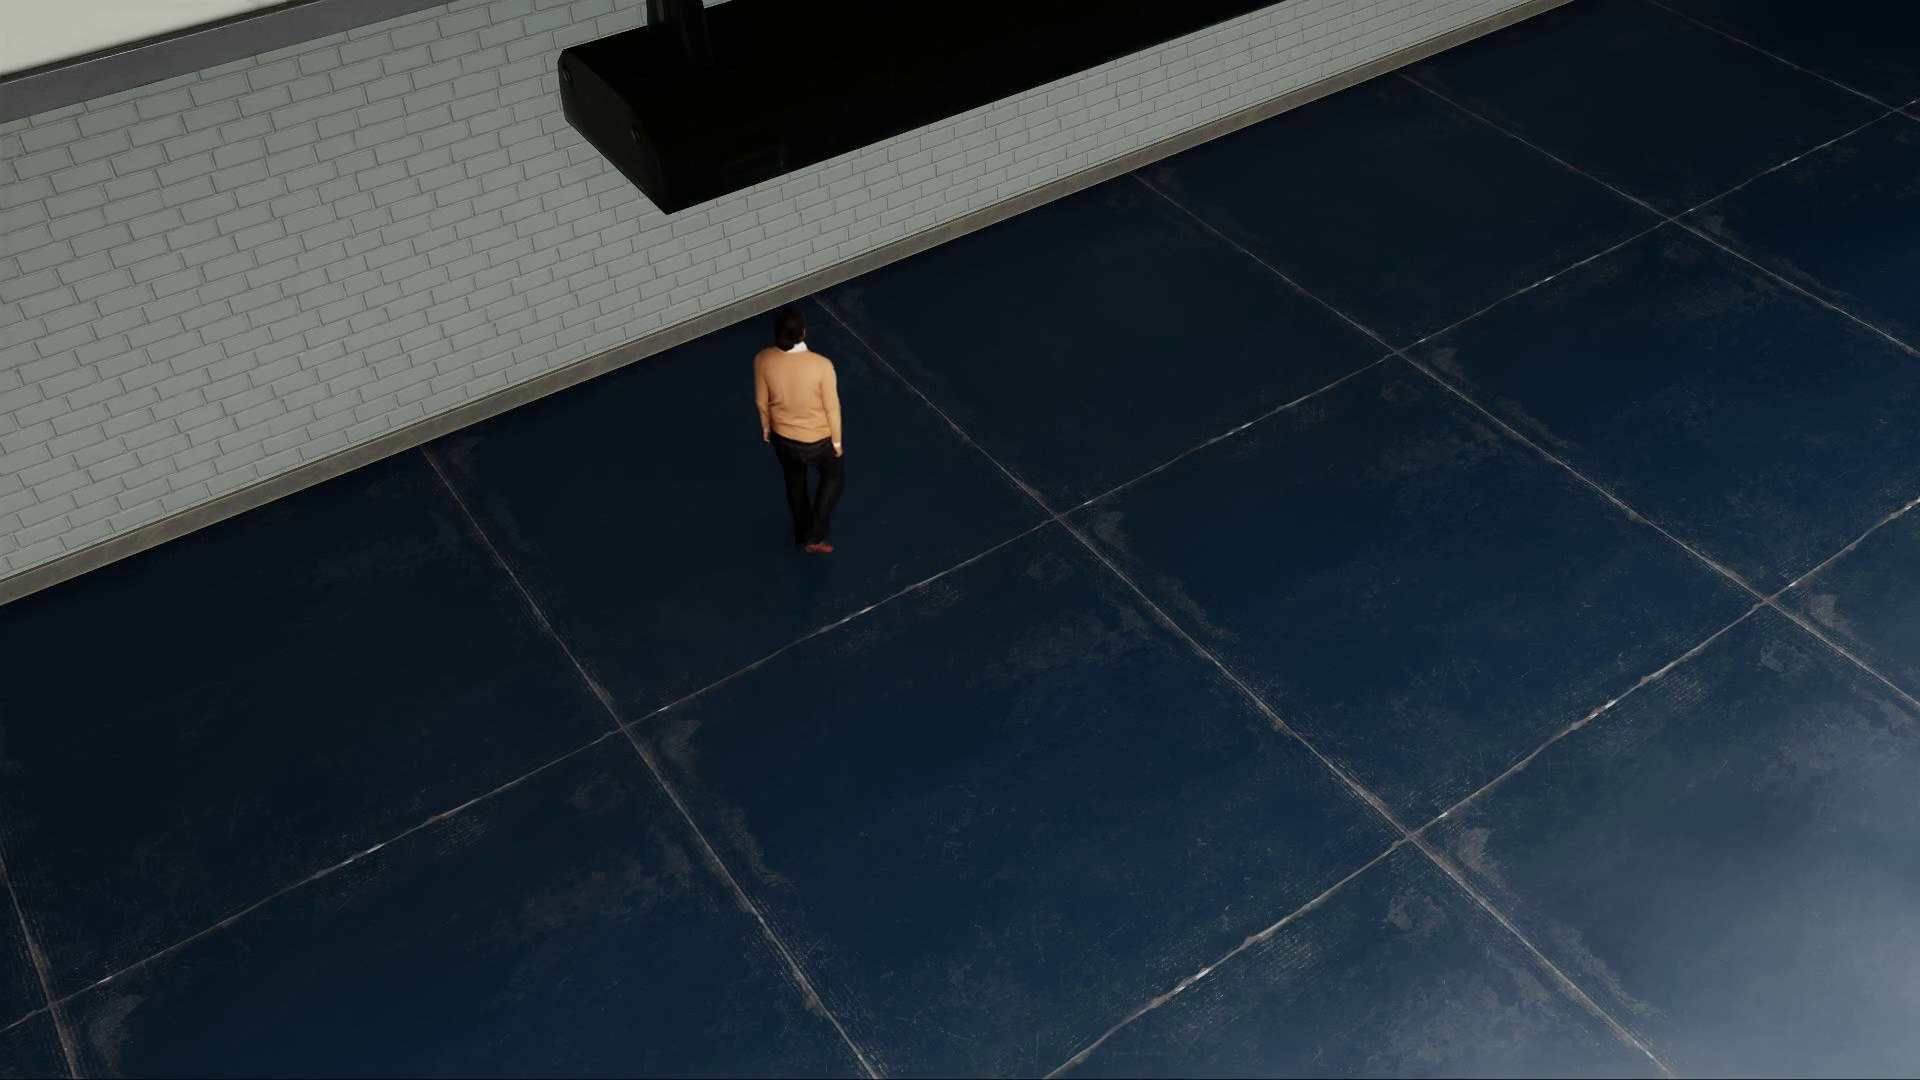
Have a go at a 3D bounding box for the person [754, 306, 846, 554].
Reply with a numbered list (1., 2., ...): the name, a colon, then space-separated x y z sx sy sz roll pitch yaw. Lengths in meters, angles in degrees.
1. person: -0.922 -0.554 9.552 0.858 1.749 0.919 11 44 11
